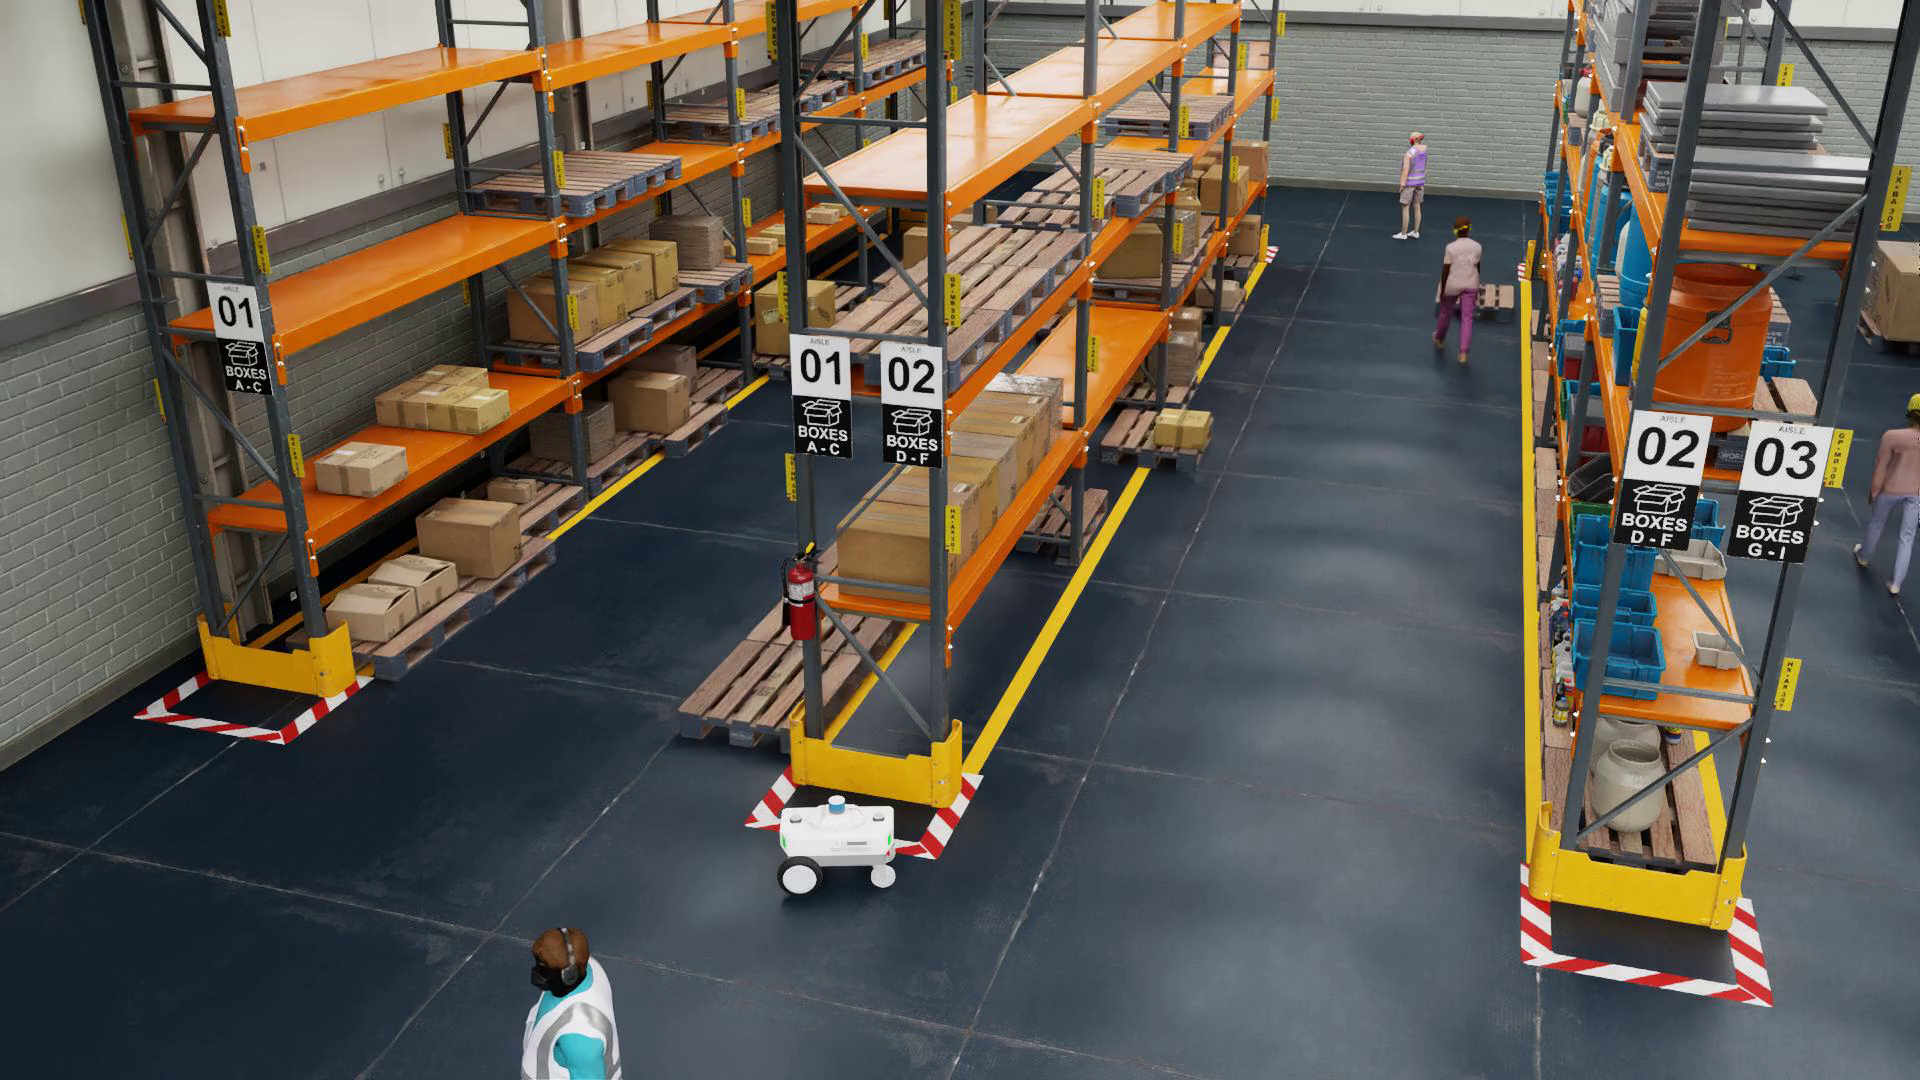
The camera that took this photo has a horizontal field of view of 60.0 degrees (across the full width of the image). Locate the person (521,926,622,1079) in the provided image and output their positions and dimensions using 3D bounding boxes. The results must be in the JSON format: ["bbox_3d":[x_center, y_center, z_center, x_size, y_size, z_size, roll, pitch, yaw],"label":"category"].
[{"bbox_3d":[-1.712,2.494,7.400,0.429,1.846,0.632,-6,24,-14],"label":"person"}]

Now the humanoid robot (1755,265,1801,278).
[{"bbox_3d":[11.968,-4.635,24.176,0.765,1.630,0.603,21,31,40],"label":"humanoid robot"}]

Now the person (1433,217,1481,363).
[{"bbox_3d":[6.167,-3.119,20.538,0.512,1.738,0.998,1,23,2],"label":"person"}]

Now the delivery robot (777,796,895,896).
[{"bbox_3d":[-0.800,1.895,10.441,0.791,0.614,0.499,-1,23,-2],"label":"delivery robot"}]

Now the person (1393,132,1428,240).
[{"bbox_3d":[7.186,-5.622,26.420,0.491,1.688,0.347,-14,27,-28],"label":"person"}]

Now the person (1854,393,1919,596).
[{"bbox_3d":[8.134,-0.444,14.365,0.550,1.720,0.887,7,24,16],"label":"person"}]
